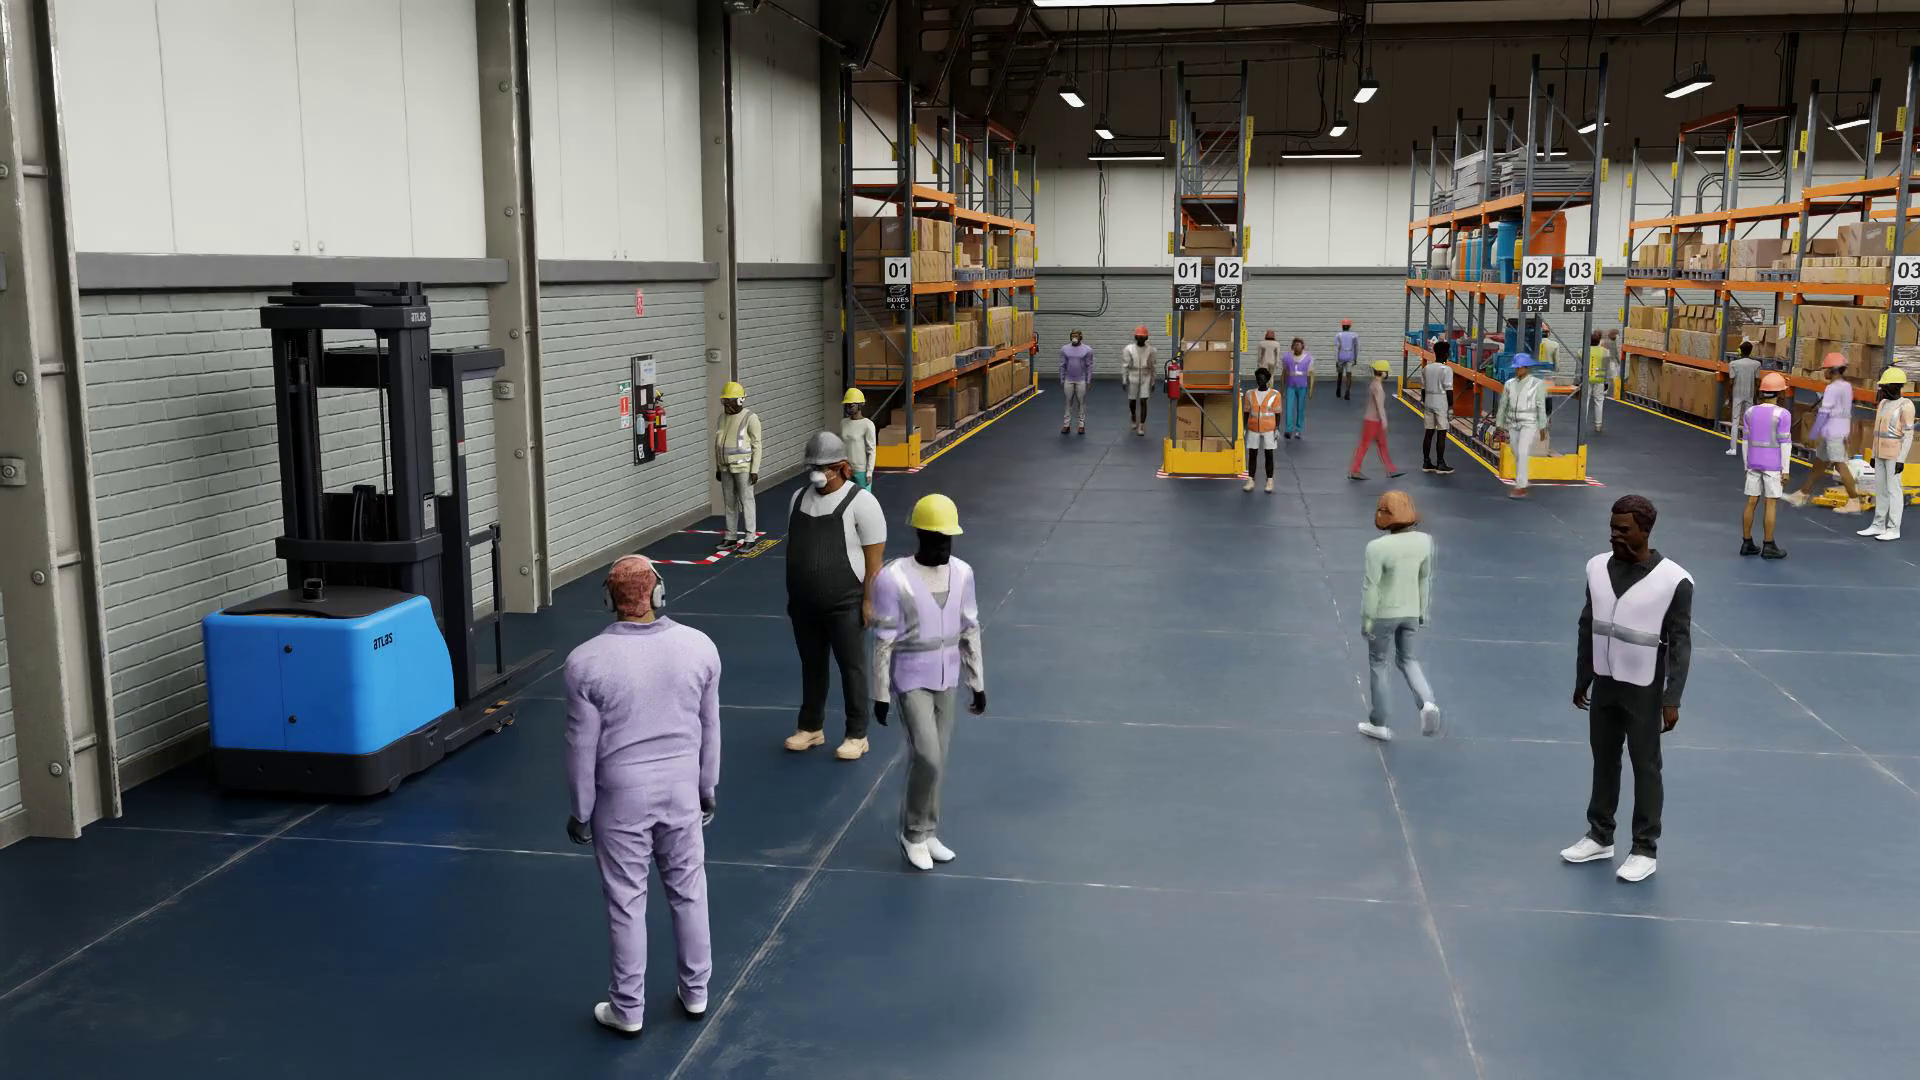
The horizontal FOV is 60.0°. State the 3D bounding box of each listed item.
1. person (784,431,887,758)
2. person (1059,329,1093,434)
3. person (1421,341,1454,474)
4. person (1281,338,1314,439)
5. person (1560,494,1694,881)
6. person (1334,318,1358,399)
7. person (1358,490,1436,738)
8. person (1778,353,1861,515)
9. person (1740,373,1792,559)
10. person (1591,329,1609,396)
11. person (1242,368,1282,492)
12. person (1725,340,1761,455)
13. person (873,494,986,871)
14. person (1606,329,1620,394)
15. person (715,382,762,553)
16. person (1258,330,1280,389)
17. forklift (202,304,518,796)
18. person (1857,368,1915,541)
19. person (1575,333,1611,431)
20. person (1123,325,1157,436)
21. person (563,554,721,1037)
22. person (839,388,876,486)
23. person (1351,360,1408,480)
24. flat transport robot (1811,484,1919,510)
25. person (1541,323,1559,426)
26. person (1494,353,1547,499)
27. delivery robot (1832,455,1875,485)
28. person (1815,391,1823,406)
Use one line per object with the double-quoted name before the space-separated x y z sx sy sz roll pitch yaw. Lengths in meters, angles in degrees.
"person" -0.831 0.355 10.308 0.688 2.000 0.536 5 11 31
"person" 2.146 -2.947 30.856 0.627 1.941 0.371 3 10 16
"person" 7.150 -1.988 24.854 0.367 1.966 0.606 -5 11 -29
"person" 6.016 -2.696 29.724 0.594 1.792 0.950 3 10 17
"person" 3.345 0.720 8.302 0.371 1.916 0.597 -6 11 -31
"person" 9.115 -4.289 39.317 0.552 1.886 1.006 1 9 8
"person" 2.793 0.491 10.594 0.518 1.616 0.540 -4 10 -22
"person" 10.772 -1.326 20.687 1.040 1.986 0.634 8 12 41
"person" 8.519 -0.790 17.544 0.354 1.941 0.549 -5 10 -28
"person" 15.240 -4.228 39.703 0.476 1.622 0.562 -4 10 -23
"person" 4.115 -1.506 22.710 0.540 1.696 0.317 4 10 26
"person" 12.798 -2.321 27.190 0.511 1.877 0.329 2 9 12
"person" -0.130 0.716 8.374 0.598 1.906 0.519 -8 12 -40
"person" 15.892 -4.320 40.369 0.832 1.588 0.521 5 11 30
"person" -2.404 -0.783 17.833 0.600 1.830 0.403 6 11 34
"person" 7.363 -4.210 39.653 0.503 1.607 0.687 1 9 4
"forklift" -3.673 -0.038 10.147 1.129 2.768 1.873 1 9 9
"person" 10.422 -0.965 18.665 0.371 1.927 0.588 -1 9 -4
"person" 11.888 -2.969 31.286 0.627 1.845 0.429 2 9 12
"person" 3.315 -2.958 30.658 0.620 2.027 0.762 1 9 6
"person" -1.264 1.002 6.606 0.642 1.905 0.399 -6 11 -31
"person" -1.120 -0.738 17.765 0.522 1.768 0.312 8 12 40
"person" 6.055 -1.716 23.913 0.877 1.722 0.552 2 9 10
"flat transport robot" 11.736 -0.572 21.464 1.431 0.197 0.652 -5 11 -29
"person" 11.384 -3.242 32.504 0.611 1.995 0.377 3 10 16
"person" 7.324 -1.493 21.925 0.775 1.920 0.658 -7 11 -37
"delivery robot" 12.057 -0.905 22.357 0.477 0.478 0.707 0 9 1
"person" 17.786 -3.372 34.095 0.535 1.742 0.352 1 9 5
